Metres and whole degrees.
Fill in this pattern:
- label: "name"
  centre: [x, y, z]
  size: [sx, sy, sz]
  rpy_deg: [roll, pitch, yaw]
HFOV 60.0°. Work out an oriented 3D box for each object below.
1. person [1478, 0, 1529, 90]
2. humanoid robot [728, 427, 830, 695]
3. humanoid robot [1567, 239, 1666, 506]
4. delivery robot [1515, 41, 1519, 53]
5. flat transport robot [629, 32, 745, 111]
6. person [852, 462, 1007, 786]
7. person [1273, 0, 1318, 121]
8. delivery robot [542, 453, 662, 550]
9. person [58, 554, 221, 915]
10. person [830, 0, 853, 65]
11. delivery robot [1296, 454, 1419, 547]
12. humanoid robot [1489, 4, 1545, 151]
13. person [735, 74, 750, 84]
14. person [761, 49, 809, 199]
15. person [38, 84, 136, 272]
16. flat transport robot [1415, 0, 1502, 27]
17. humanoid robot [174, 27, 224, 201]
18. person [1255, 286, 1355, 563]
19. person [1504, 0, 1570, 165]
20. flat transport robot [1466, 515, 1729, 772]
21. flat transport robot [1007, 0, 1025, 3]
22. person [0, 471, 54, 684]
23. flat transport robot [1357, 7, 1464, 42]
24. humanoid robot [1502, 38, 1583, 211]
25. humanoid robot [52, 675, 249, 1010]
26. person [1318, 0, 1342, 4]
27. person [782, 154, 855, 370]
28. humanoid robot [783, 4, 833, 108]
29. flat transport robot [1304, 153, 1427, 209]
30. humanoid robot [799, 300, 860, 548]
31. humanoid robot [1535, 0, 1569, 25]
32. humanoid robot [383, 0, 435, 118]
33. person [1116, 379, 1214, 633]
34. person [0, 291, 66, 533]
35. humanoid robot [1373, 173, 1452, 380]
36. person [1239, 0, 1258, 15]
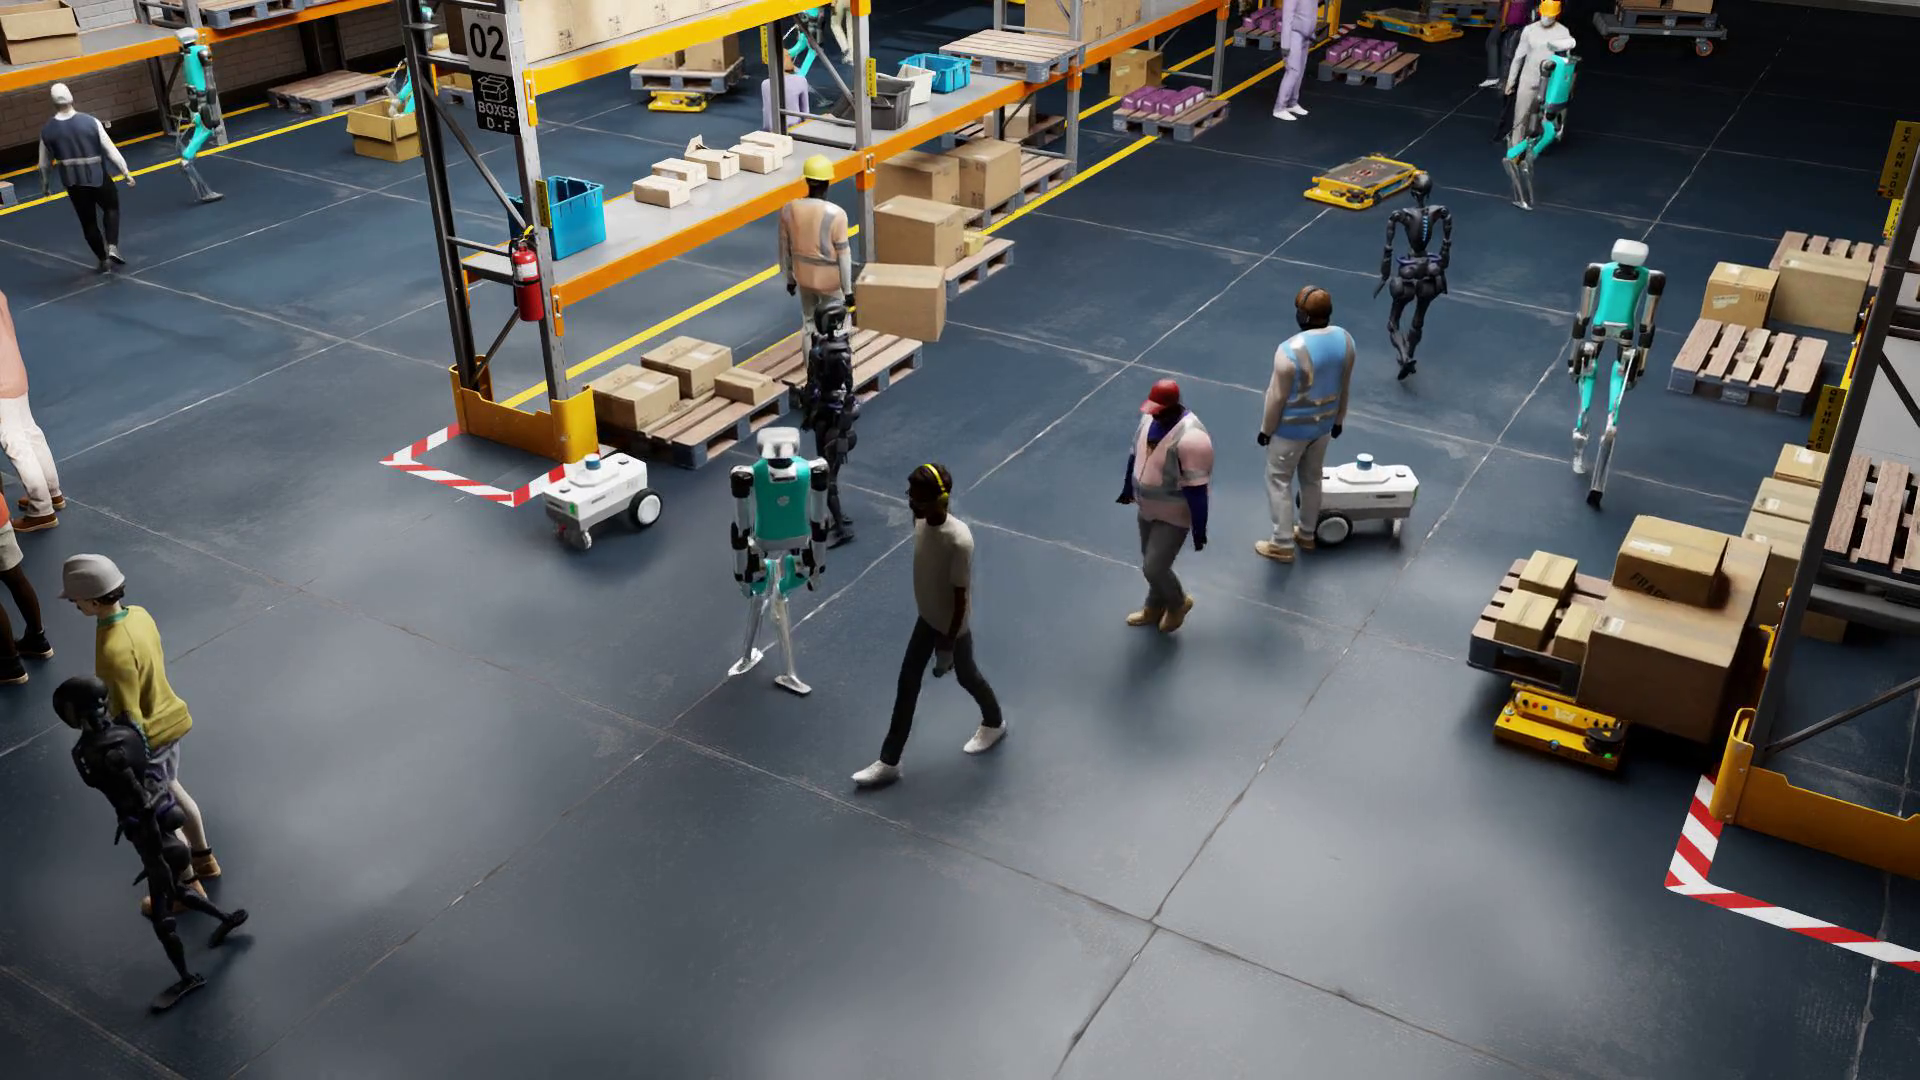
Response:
- label: "person"
  centre: [6.956, -6.650, 21.128]
  size: [0.589, 1.815, 0.493]
  rpy_deg: [-25, 38, -37]
- label: "humanoid robot"
  centre: [-1.052, 0.064, 9.342]
  size: [0.585, 1.772, 0.880]
  rpy_deg: [-7, 30, -12]
- label: "humanoid robot"
  centre: [4.431, -1.099, 11.411]
  size: [0.541, 1.773, 0.947]
  rpy_deg: [10, 31, 17]
- label: "delivery robot"
  centre: [7.920, -6.722, 22.514]
  size: [0.503, 0.566, 0.733]
  rpy_deg: [-5, 30, -8]
- label: "flat transport robot"
  centre: [-3.407, -5.675, 20.980]
  size: [0.659, 0.231, 1.431]
  rpy_deg: [4, 30, 7]
- label: "person"
  centre: [-0.109, 0.431, 8.604]
  size: [0.966, 1.818, 0.530]
  rpy_deg: [-21, 36, -33]
- label: "person"
  centre: [4.059, -5.999, 19.916]
  size: [0.402, 1.890, 0.670]
  rpy_deg: [17, 34, 28]
- label: "delivery robot"
  centre: [-2.420, -0.299, 11.193]
  size: [0.507, 0.608, 0.779]
  rpy_deg: [21, 35, 32]
- label: "person"
  centre: [-3.777, 0.894, 7.732]
  size: [0.413, 1.878, 0.495]
  rpy_deg: [-6, 30, -10]
- label: "person"
  centre: [-1.517, -7.227, 22.229]
  size: [0.565, 1.737, 0.427]
  rpy_deg: [-16, 33, -25]
- label: "delivery robot"
  centre: [2.669, -0.291, 11.156]
  size: [0.741, 0.585, 0.510]
  rpy_deg: [-2, 30, -3]
- label: "humanoid robot"
  centre: [6.351, -5.180, 18.706]
  size: [0.588, 1.624, 0.778]
  rpy_deg: [-10, 31, -17]
- label: "person"
  centre: [-2.998, -6.891, 21.439]
  size: [0.432, 1.944, 0.481]
  rpy_deg: [10, 31, 16]
- label: "person"
  centre: [-1.770, -4.183, 16.951]
  size: [0.506, 1.630, 0.266]
  rpy_deg: [-15, 33, -24]
- label: "person"
  centre: [-8.033, -3.314, 15.297]
  size: [0.796, 1.743, 0.471]
  rpy_deg: [-11, 31, -18]
- label: "flat transport robot"
  centre: [7.444, -7.741, 24.635]
  size: [1.431, 0.231, 0.659]
  rpy_deg: [5, 30, 9]
- label: "humanoid robot"
  centre: [-7.908, -4.242, 17.067]
  size: [0.544, 1.899, 0.709]
  rpy_deg: [25, 38, 36]
- label: "person"
  centre: [2.197, -0.742, 10.674]
  size: [0.638, 1.830, 0.430]
  rpy_deg: [-19, 34, -30]
- label: "person"
  centre: [6.306, -5.002, 18.163]
  size: [0.648, 1.870, 0.468]
  rpy_deg: [12, 32, 20]
- label: "flat transport robot"
  centre: [3.590, 0.794, 9.537]
  size: [0.659, 0.231, 1.431]
  rpy_deg: [16, 33, 27]
- label: "flat transport robot"
  centre: [1.262, -8.749, 26.419]
  size: [1.431, 0.231, 0.659]
  rpy_deg: [-22, 36, -34]
- label: "person"
  centre: [-5.578, -0.085, 9.369]
  size: [0.367, 1.966, 0.601]
  rpy_deg: [4, 30, 8]
- label: "flat transport robot"
  centre: [6.553, -7.506, 24.219]
  size: [0.659, 0.231, 1.431]
  rpy_deg: [-20, 35, -31]
- label: "humanoid robot"
  centre: [5.834, -4.200, 16.948]
  size: [0.544, 1.867, 0.643]
  rpy_deg: [-18, 34, -28]
- label: "humanoid robot"
  centre: [-3.515, 1.262, 7.316]
  size: [0.516, 1.654, 0.609]
  rpy_deg: [-23, 37, -35]
- label: "person"
  centre: [5.768, -9.204, 25.641]
  size: [0.616, 1.836, 0.432]
  rpy_deg: [23, 37, 34]
- label: "person"
  centre: [-1.074, -2.021, 12.845]
  size: [0.632, 1.913, 0.436]
  rpy_deg: [15, 33, 24]
- label: "humanoid robot"
  centre: [-1.958, -6.059, 20.189]
  size: [0.893, 1.776, 0.573]
  rpy_deg: [-19, 35, -30]
- label: "flat transport robot"
  centre: [4.328, -3.819, 17.697]
  size: [0.659, 0.231, 1.431]
  rpy_deg: [24, 37, 36]
- label: "humanoid robot"
  centre: [-0.869, -0.777, 10.872]
  size: [0.388, 1.650, 0.596]
  rpy_deg: [-18, 34, -28]
- label: "humanoid robot"
  centre: [7.943, -7.247, 22.342]
  size: [0.610, 1.635, 0.620]
  rpy_deg: [-16, 33, -25]
- label: "humanoid robot"
  centre: [-6.219, -5.174, 18.693]
  size: [0.803, 1.851, 0.542]
  rpy_deg: [-23, 36, -34]
- label: "person"
  centre: [1.184, -0.166, 9.757]
  size: [0.454, 1.723, 0.743]
  rpy_deg: [-16, 33, -25]
- label: "person"
  centre: [-6.346, -1.007, 10.971]
  size: [0.389, 1.992, 0.622]
  rpy_deg: [-6, 30, -11]
- label: "humanoid robot"
  centre: [3.630, -2.070, 13.166]
  size: [0.602, 1.642, 0.506]
  rpy_deg: [-3, 30, -6]
- label: "person"
  centre: [4.405, -8.806, 25.034]
  size: [0.550, 1.727, 0.440]
  rpy_deg: [24, 37, 36]
